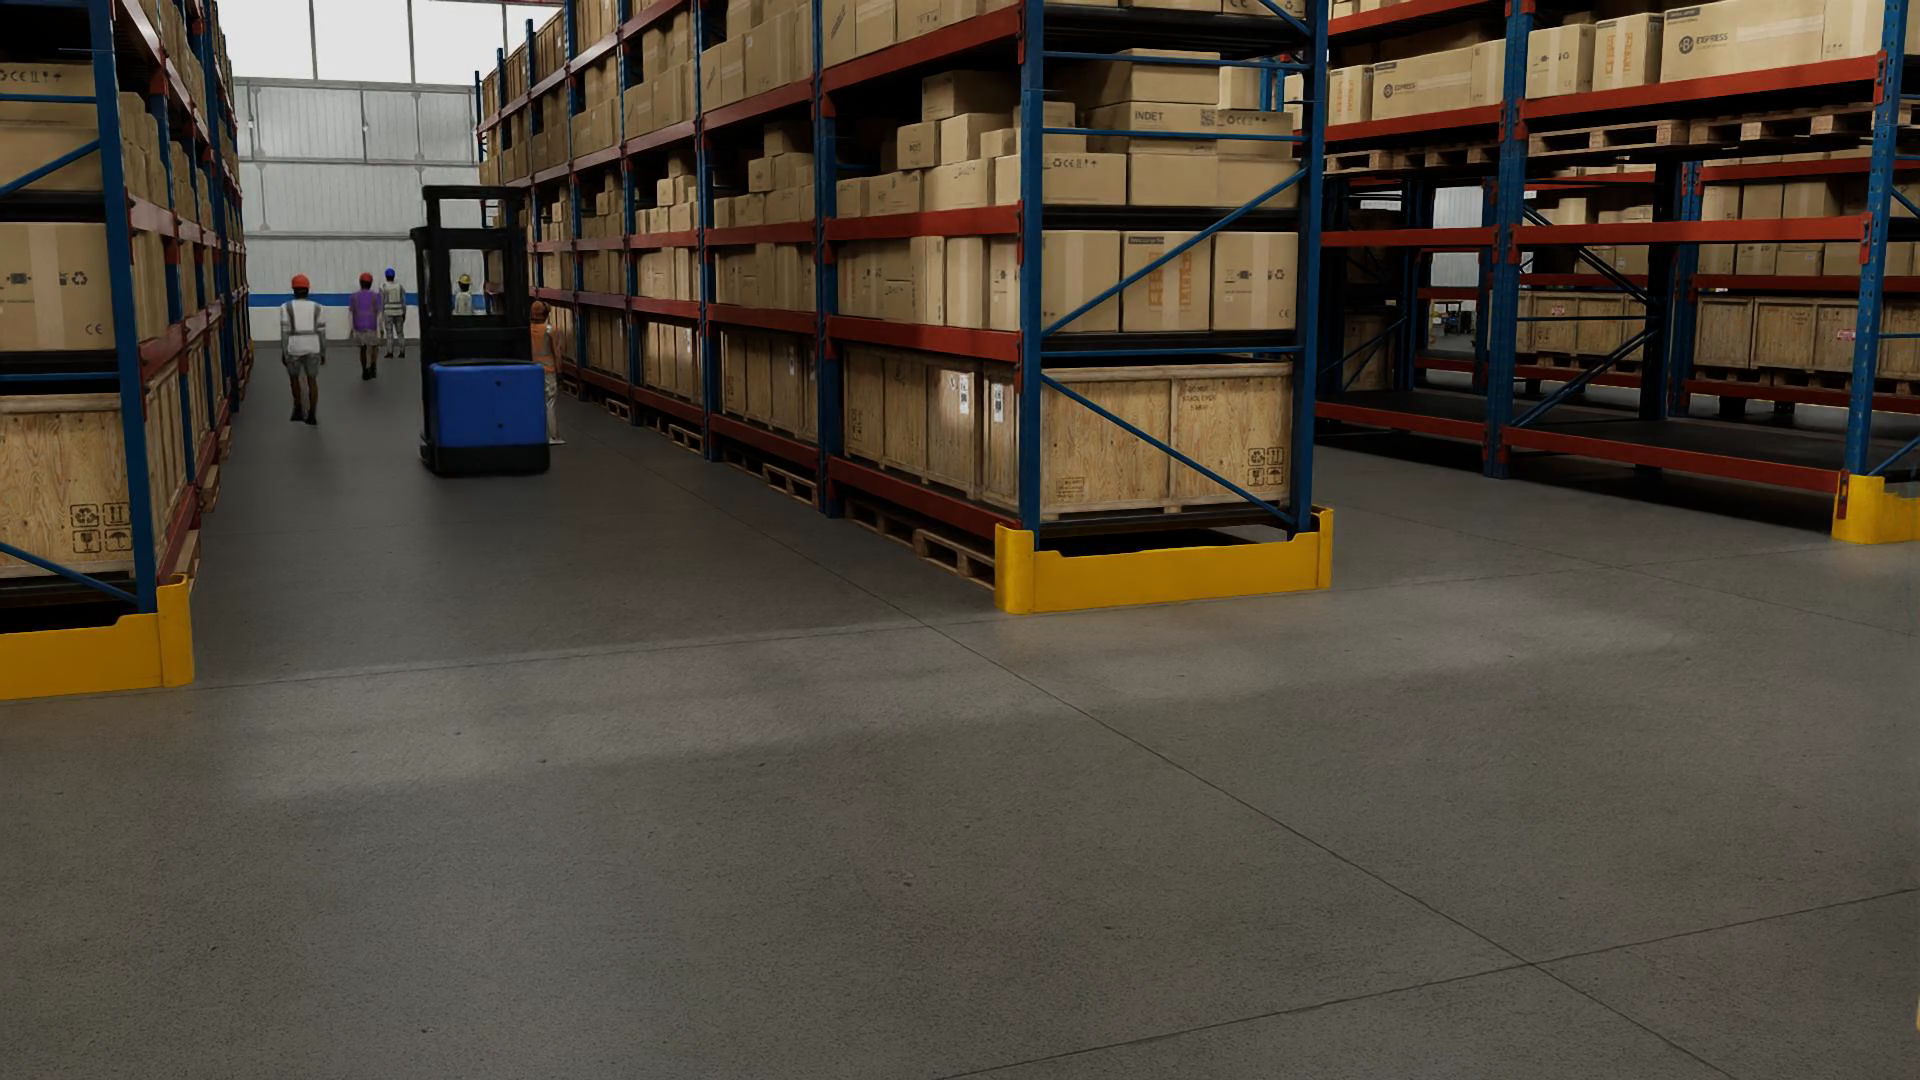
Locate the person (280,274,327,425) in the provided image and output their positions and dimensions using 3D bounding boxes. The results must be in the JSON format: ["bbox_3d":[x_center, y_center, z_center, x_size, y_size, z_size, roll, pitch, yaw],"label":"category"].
[{"bbox_3d":[-8.478,-2.455,21.450,0.582,1.907,0.788,-6,11,-31],"label":"person"}]

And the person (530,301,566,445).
[{"bbox_3d":[-4.747,-1.888,18.890,0.523,1.636,0.310,3,10,18],"label":"person"}]

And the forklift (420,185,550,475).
[{"bbox_3d":[-4.812,-2.134,16.643,1.129,2.768,1.873,-4,10,-22],"label":"forklift"}]

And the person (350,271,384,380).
[{"bbox_3d":[-10.486,-3.786,29.425,0.586,1.914,0.441,-1,10,-9],"label":"person"}]

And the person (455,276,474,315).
[{"bbox_3d":[-10.851,-4.891,36.491,0.523,1.769,0.321,6,11,33],"label":"person"}]

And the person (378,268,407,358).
[{"bbox_3d":[-12.291,-4.901,36.005,0.617,1.946,0.396,-9,13,-43],"label":"person"}]
